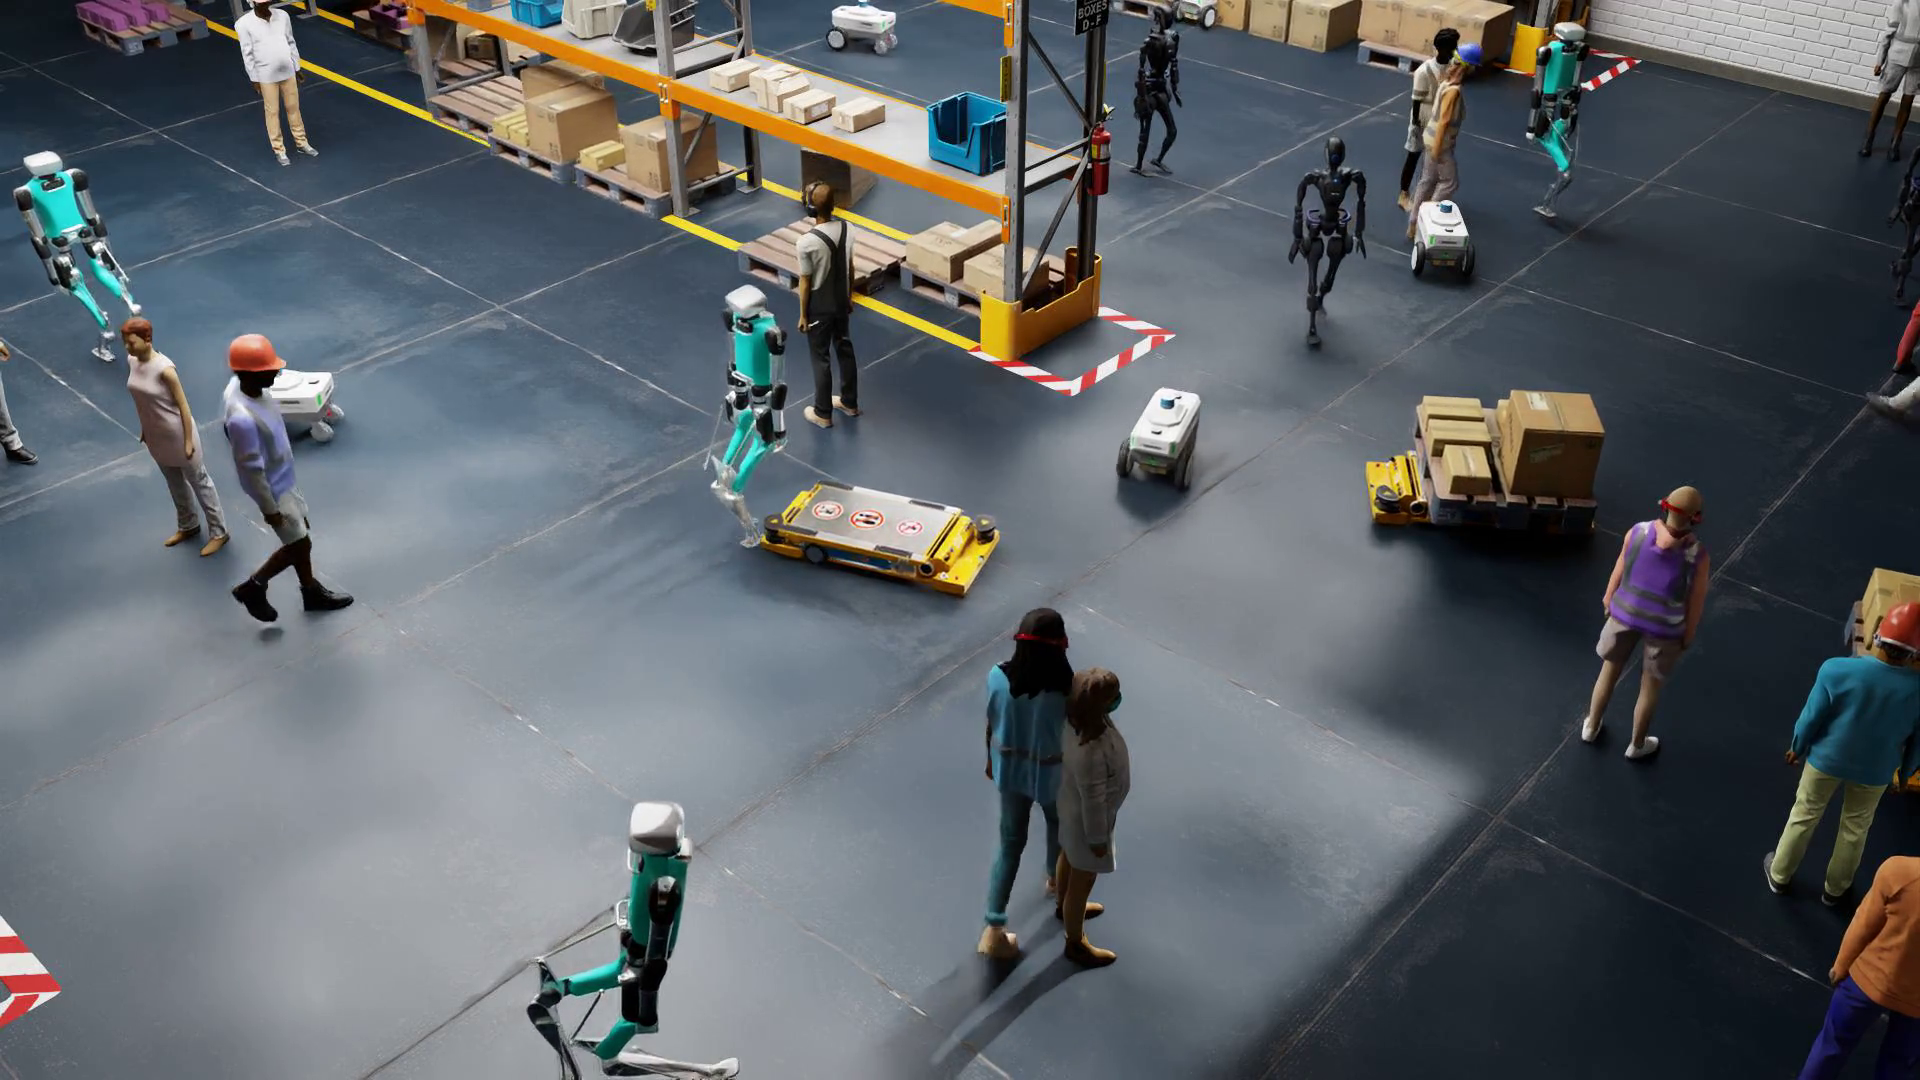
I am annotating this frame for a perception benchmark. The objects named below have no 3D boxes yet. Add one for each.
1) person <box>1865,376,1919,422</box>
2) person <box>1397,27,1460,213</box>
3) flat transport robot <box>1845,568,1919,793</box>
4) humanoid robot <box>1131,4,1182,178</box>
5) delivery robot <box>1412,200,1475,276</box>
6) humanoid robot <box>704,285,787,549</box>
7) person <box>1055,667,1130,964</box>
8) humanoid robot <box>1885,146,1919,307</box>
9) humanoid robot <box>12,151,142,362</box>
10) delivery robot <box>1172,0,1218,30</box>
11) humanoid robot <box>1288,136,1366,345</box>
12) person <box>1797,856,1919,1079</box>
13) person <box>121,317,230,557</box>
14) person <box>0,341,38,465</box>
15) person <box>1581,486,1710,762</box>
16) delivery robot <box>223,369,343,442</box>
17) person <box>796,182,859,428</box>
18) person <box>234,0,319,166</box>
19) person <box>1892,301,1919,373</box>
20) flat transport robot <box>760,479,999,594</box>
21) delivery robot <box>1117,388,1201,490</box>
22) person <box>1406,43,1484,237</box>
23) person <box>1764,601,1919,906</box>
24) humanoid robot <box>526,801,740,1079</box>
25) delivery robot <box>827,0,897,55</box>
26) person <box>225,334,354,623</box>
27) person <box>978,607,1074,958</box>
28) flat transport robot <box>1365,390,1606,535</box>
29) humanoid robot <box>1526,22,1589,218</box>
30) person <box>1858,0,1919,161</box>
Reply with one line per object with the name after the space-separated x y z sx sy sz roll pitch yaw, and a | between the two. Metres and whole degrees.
7.135 -1.519 11.645 0.539 1.814 1.054 -29 44 -35 | person
4.272 -3.807 15.071 0.533 1.692 0.319 -19 39 -25 | person
5.627 0.979 9.392 0.659 0.231 1.431 13 37 19 | flat transport robot
1.844 -4.231 15.699 0.383 1.643 0.587 29 44 35 | humanoid robot
4.164 -2.642 14.374 0.499 0.581 0.774 3 35 4 | delivery robot
-1.419 -0.694 10.537 0.648 1.817 0.536 -29 44 -35 | humanoid robot
0.611 1.266 7.750 0.339 1.659 0.480 -3 35 -4 | person
7.975 -2.778 13.659 0.591 1.620 0.843 6 35 9 | humanoid robot
-6.445 -1.969 12.428 1.028 1.778 0.543 25 42 31 | humanoid robot
2.932 -6.458 19.925 0.524 0.607 0.778 28 43 34 | delivery robot
2.912 -2.394 13.089 0.608 1.627 0.792 0 35 -1 | humanoid robot
3.819 1.786 6.727 0.520 1.973 0.399 18 38 24 | person
-5.017 -0.657 10.536 0.439 1.660 0.286 15 37 21 | person
-6.747 -1.256 11.256 0.404 1.827 0.599 19 39 25 | person
3.683 0.444 8.910 0.492 1.693 0.340 24 41 31 | person
-4.922 -0.994 12.008 0.781 0.605 0.499 -1 35 -1 | delivery robot
-0.944 -1.668 11.853 0.343 1.839 0.499 28 43 34 | person
-6.602 -4.523 16.055 0.329 1.751 0.562 25 42 32 | person
7.419 -1.990 12.375 0.308 1.768 0.532 -17 38 -23 | person
-0.524 -0.034 10.860 1.431 0.231 0.659 12 36 17 | flat transport robot
1.435 -0.752 11.631 0.499 0.575 0.759 13 37 17 | delivery robot
4.236 -3.450 14.502 0.474 1.744 0.502 6 35 8 | person
4.303 1.029 8.012 0.571 1.749 0.339 14 37 19 | person
-1.484 1.811 6.892 1.050 1.712 0.530 -6 35 -9 | humanoid robot
-1.115 -5.916 19.124 0.789 0.587 0.499 14 37 20 | delivery robot
-4.101 -0.342 9.858 0.535 1.914 0.544 -6 35 -9 | person
0.340 1.134 7.793 0.547 1.835 0.898 12 36 16 | person
3.512 -0.320 11.274 1.431 0.231 0.659 4 35 5 | flat transport robot
5.386 -3.604 14.776 0.555 1.824 0.788 -14 37 -20 | humanoid robot
9.164 -4.634 16.068 0.548 1.927 0.390 13 37 18 | person
